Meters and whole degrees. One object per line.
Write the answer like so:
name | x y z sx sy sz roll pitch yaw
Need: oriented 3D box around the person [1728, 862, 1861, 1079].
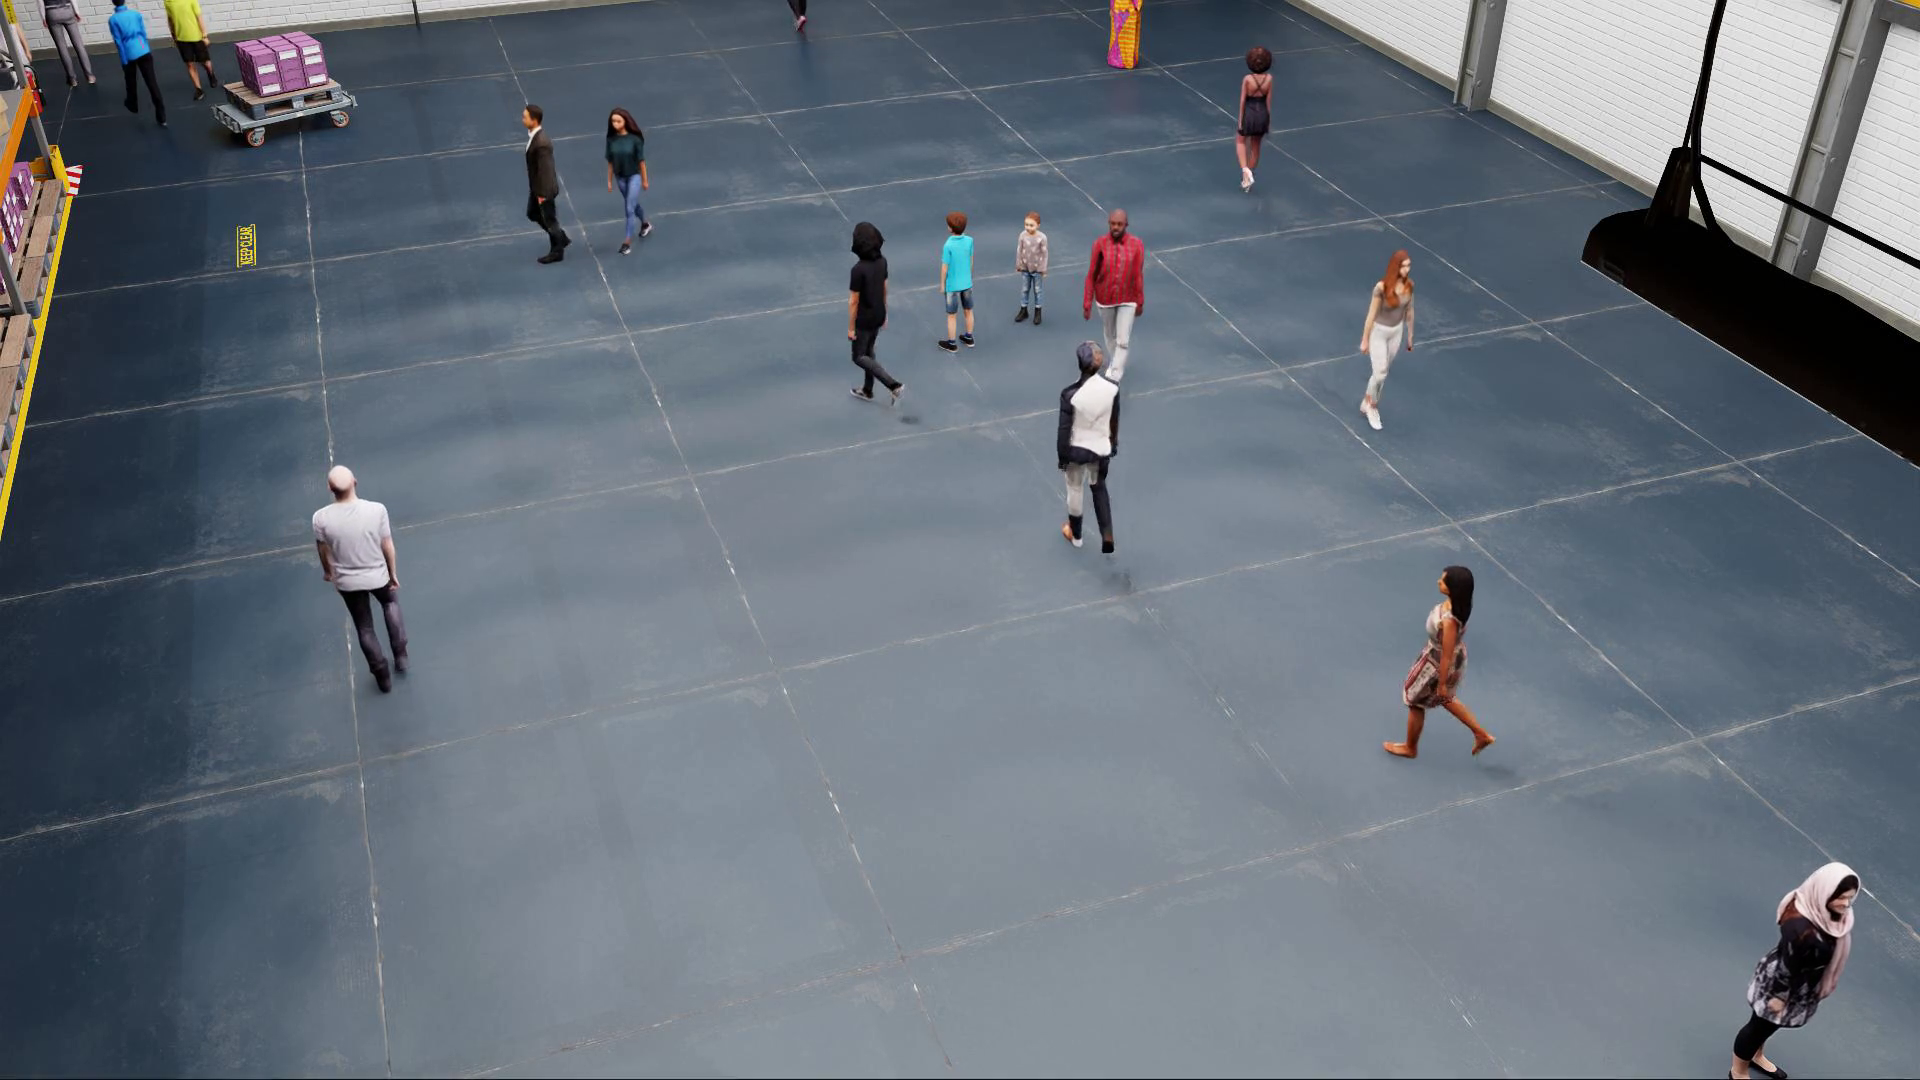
person | 4.480 2.345 8.963 0.716 1.632 0.727 -26 41 -33

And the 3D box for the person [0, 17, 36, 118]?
person | -12.714 -6.526 22.282 0.771 1.663 0.906 -25 41 -33

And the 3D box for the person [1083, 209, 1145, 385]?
person | 1.495 -2.328 15.855 1.082 1.785 1.245 7 34 10

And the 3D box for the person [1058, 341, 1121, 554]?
person | 1.056 -0.679 13.287 0.726 1.882 0.954 -9 35 -13

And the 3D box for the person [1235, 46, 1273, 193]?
person | 3.525 -4.970 19.838 0.647 1.777 0.799 -4 34 -6

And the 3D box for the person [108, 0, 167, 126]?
person | -10.798 -6.322 21.893 0.904 1.754 1.201 -26 42 -34

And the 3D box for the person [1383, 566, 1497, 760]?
person | 3.332 0.868 11.193 1.046 1.623 0.981 14 36 20

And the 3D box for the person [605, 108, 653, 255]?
person | -3.696 -4.070 18.672 0.984 1.567 1.179 7 34 10

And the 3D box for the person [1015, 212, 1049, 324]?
person | 0.748 -2.821 17.131 0.555 1.194 0.606 11 35 17

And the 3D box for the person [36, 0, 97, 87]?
person | -12.615 -7.368 23.299 0.711 1.939 0.634 -20 38 -27

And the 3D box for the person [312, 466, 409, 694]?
person | -4.243 0.320 11.843 0.694 1.816 0.678 -14 36 -20

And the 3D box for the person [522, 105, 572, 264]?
person | -4.481 -3.900 18.210 0.780 1.796 0.616 -14 36 -20

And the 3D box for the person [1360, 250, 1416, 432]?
person | 3.855 -1.896 15.269 0.608 1.714 0.673 -12 35 -17

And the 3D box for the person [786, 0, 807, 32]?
person | -2.468 -8.598 25.317 0.691 1.752 0.932 -14 36 -20

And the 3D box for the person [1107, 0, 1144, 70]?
person | 2.390 -7.714 24.047 0.723 1.686 0.751 -1 34 -2

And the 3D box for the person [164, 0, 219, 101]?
person | -10.590 -6.958 22.905 0.731 1.692 0.859 -4 34 -5

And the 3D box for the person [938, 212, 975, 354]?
person | -0.010 -2.577 16.533 0.560 1.450 0.543 -20 39 -28

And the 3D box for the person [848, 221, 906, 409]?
person | -0.790 -2.042 15.395 1.043 1.818 0.939 21 39 28
